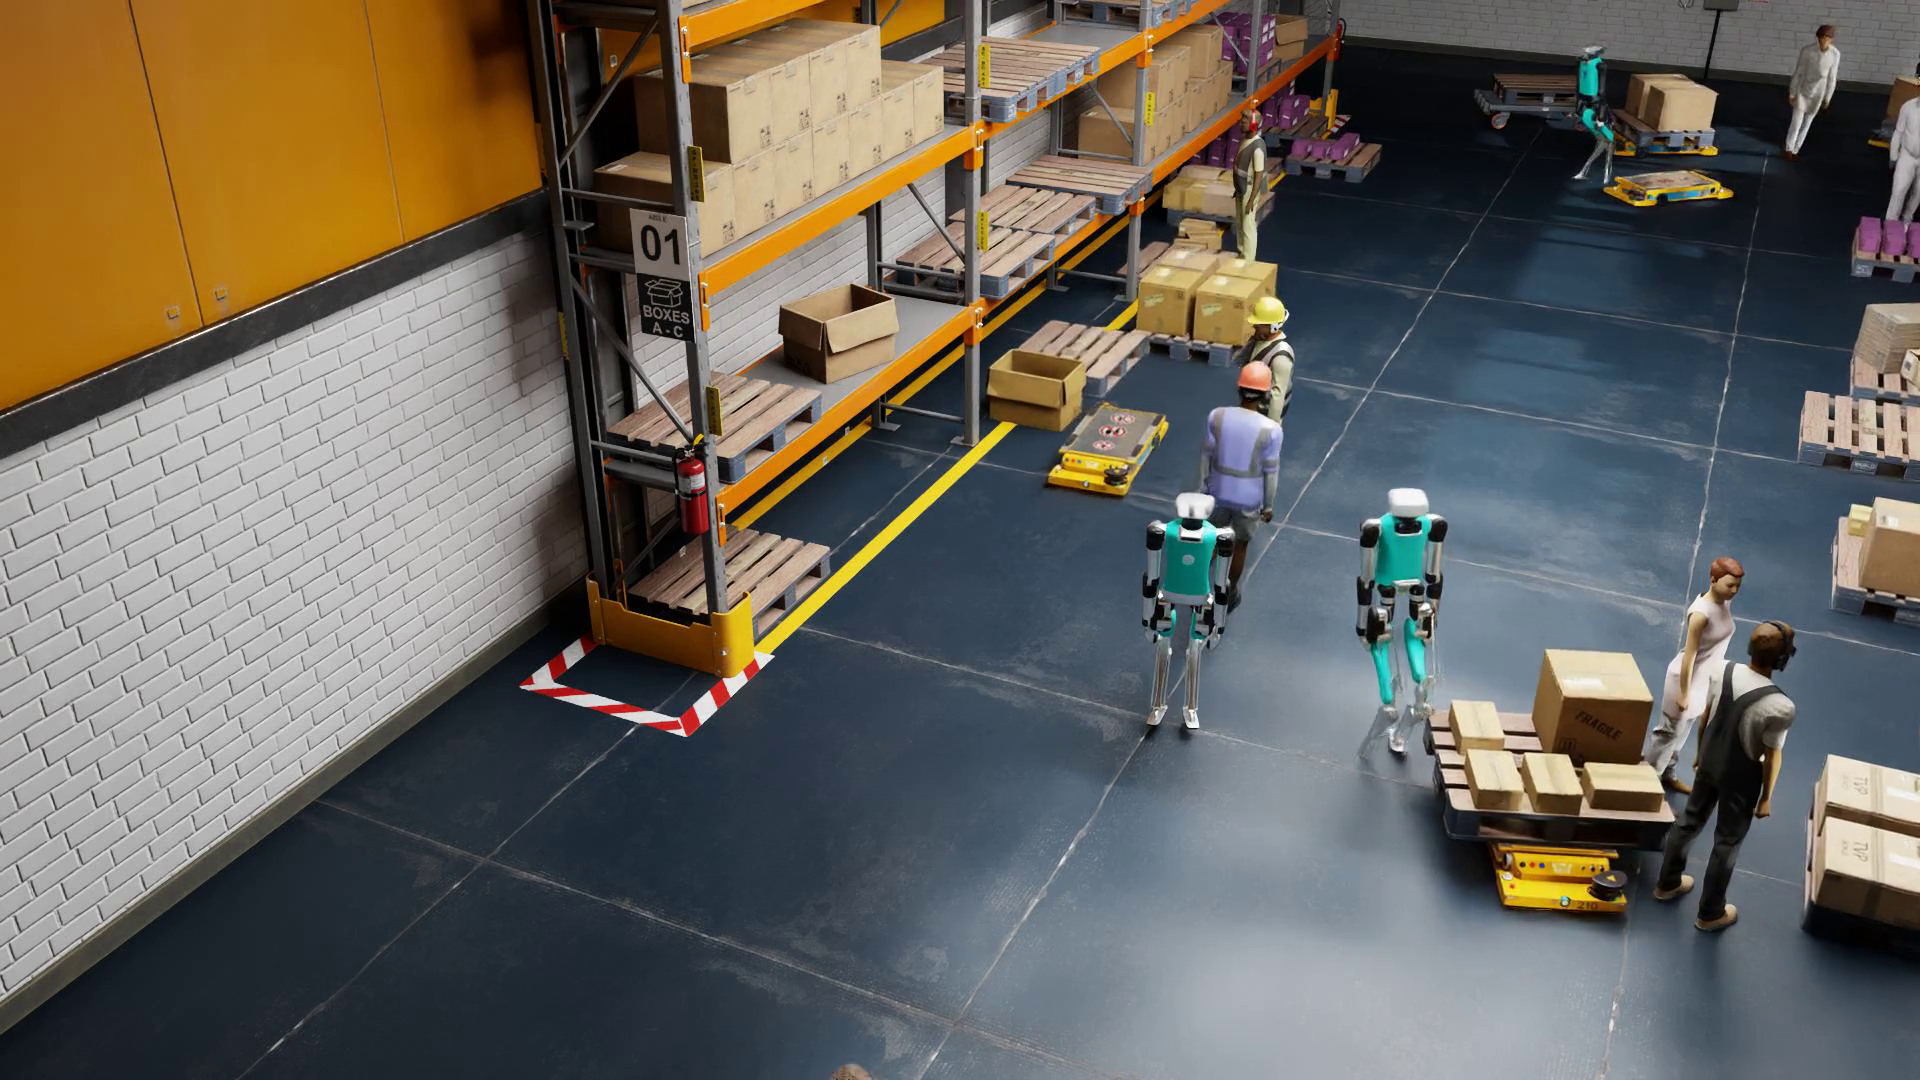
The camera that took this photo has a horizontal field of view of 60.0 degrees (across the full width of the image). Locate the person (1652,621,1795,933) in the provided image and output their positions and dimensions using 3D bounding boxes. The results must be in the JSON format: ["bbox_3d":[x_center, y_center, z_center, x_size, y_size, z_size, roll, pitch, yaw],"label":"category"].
[{"bbox_3d":[4.075,1.237,8.790,0.342,1.836,0.501,-13,31,-22],"label":"person"}]

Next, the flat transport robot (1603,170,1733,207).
[{"bbox_3d":[8.919,-4.425,20.932,1.431,0.231,0.659,-8,29,-14],"label":"flat transport robot"}]

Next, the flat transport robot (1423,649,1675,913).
[{"bbox_3d":[3.387,1.624,9.717,0.659,0.231,1.431,3,28,5],"label":"flat transport robot"}]

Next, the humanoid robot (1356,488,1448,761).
[{"bbox_3d":[2.696,0.609,10.067,0.542,1.798,0.706,-3,29,-6],"label":"humanoid robot"}]

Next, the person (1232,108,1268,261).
[{"bbox_3d":[3.120,-3.752,18.024,0.390,1.847,0.562,-3,29,-6],"label":"person"}]

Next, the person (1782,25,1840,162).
[{"bbox_3d":[11.292,-5.902,22.049,0.541,1.810,0.495,6,29,11],"label":"person"}]

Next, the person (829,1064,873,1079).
[{"bbox_3d":[-0.289,2.697,6.286,0.625,1.640,0.344,22,35,35],"label":"person"}]

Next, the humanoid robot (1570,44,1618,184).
[{"bbox_3d":[8.246,-5.471,21.328,0.863,1.773,0.566,-10,30,-18],"label":"humanoid robot"}]

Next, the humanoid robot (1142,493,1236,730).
[{"bbox_3d":[1.405,0.376,10.344,0.533,1.677,0.735,5,29,9],"label":"humanoid robot"}]

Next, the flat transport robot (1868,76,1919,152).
[{"bbox_3d":[13.347,-5.458,22.849,1.431,0.231,0.659,22,35,35],"label":"flat transport robot"}]

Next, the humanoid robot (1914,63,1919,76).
[{"bbox_3d":[14.144,-6.956,24.147,0.612,1.638,0.306,-11,30,-20],"label":"humanoid robot"}]

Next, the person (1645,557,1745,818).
[{"bbox_3d":[4.295,0.834,9.715,0.291,1.656,0.451,25,37,38],"label":"person"}]

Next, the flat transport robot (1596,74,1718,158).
[{"bbox_3d":[9.569,-5.451,22.836,1.431,0.231,0.659,-1,28,-1],"label":"flat transport robot"}]

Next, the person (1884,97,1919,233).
[{"bbox_3d":[11.046,-4.365,19.136,0.661,1.864,0.922,13,31,22],"label":"person"}]

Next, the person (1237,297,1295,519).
[{"bbox_3d":[2.372,-1.038,13.020,0.403,1.825,0.589,-2,28,-4],"label":"person"}]

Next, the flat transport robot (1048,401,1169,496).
[{"bbox_3d":[1.286,-0.796,14.204,0.659,0.231,1.431,10,30,19],"label":"flat transport robot"}]

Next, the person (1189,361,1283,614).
[{"bbox_3d":[1.910,-0.301,11.559,0.577,1.908,0.617,15,32,26],"label":"person"}]
